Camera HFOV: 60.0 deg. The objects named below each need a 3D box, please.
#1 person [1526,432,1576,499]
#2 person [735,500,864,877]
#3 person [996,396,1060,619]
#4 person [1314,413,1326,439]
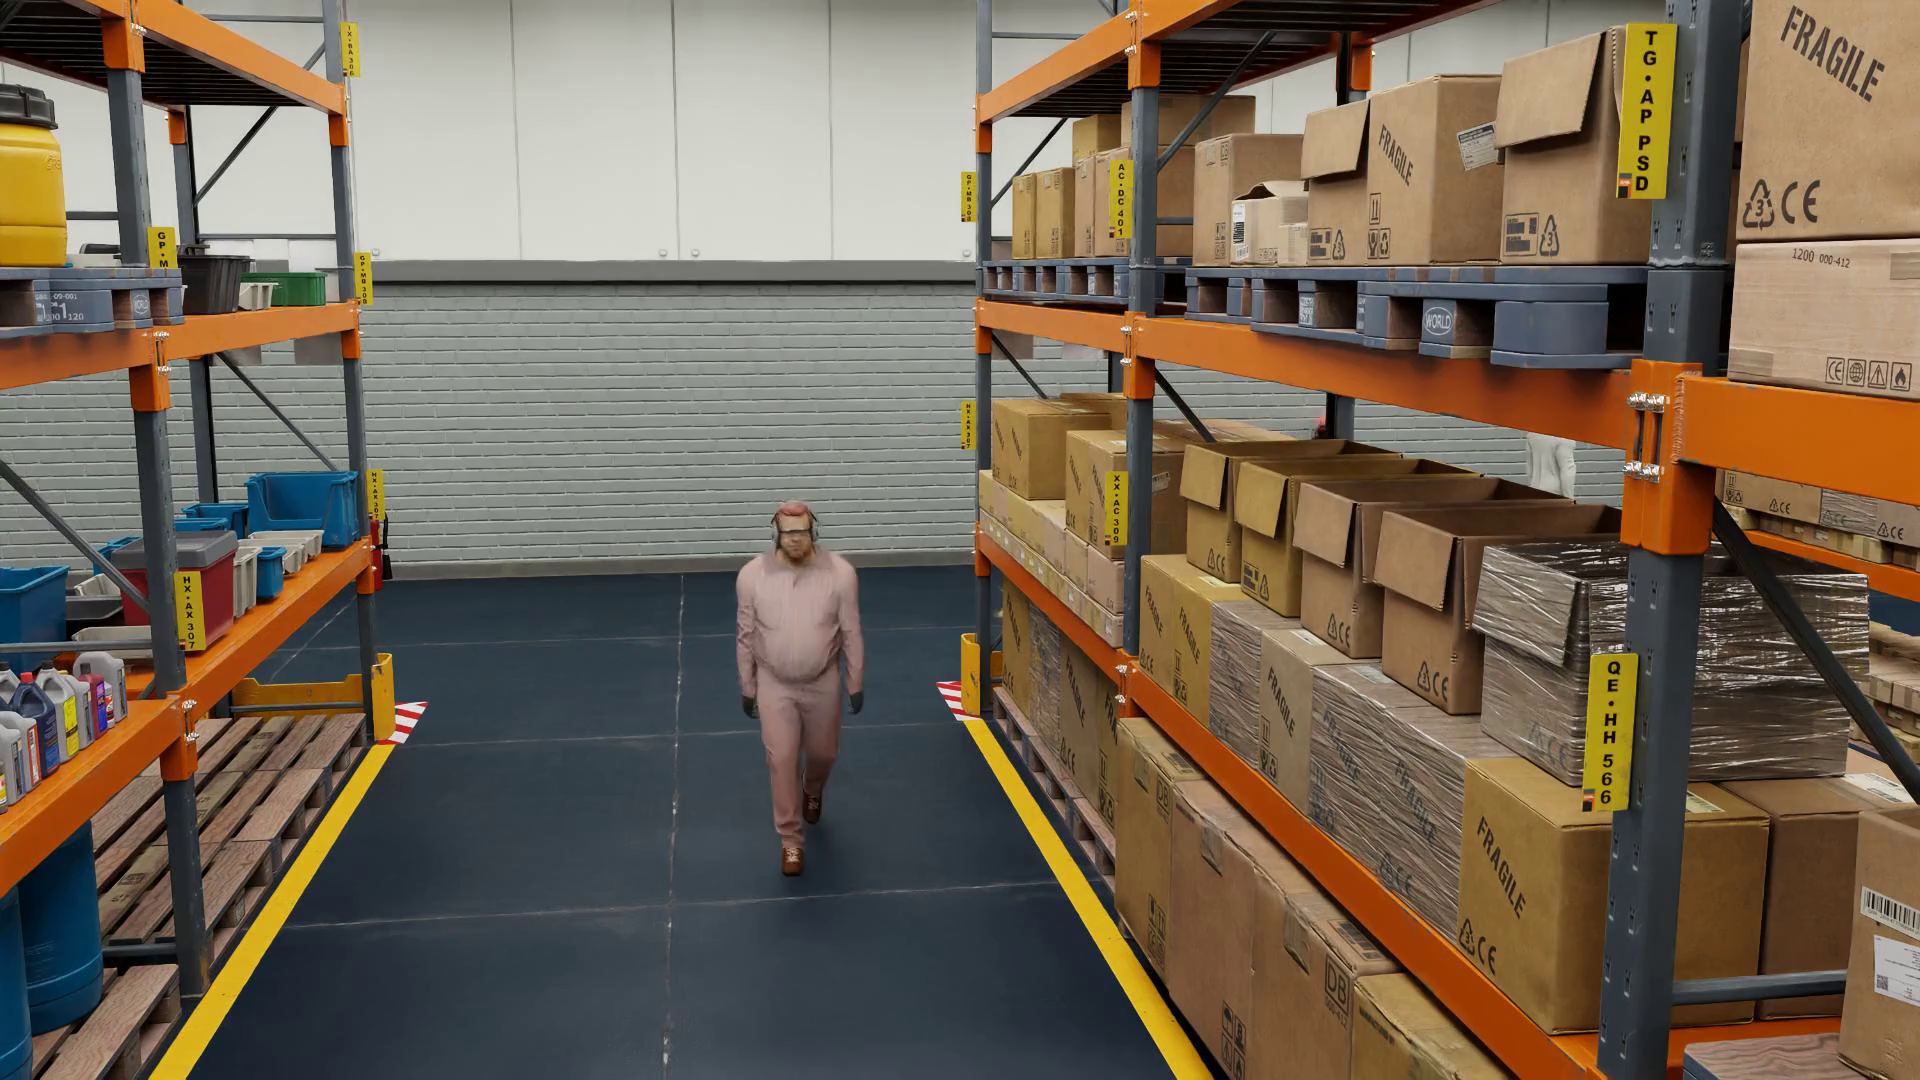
[{"bbox_3d":[5.460,-0.410,15.345,0.373,1.940,0.628,-2,10,-15],"label":"person"},{"bbox_3d":[-0.831,0.711,8.606,0.654,1.878,0.810,-1,9,-8],"label":"person"},{"bbox_3d":[0.656,-0.298,14.335,0.763,2.000,0.534,4,10,21],"label":"person"},{"bbox_3d":[2.813,-0.003,12.743,1.081,1.964,0.634,-8,12,-42],"label":"person"}]
